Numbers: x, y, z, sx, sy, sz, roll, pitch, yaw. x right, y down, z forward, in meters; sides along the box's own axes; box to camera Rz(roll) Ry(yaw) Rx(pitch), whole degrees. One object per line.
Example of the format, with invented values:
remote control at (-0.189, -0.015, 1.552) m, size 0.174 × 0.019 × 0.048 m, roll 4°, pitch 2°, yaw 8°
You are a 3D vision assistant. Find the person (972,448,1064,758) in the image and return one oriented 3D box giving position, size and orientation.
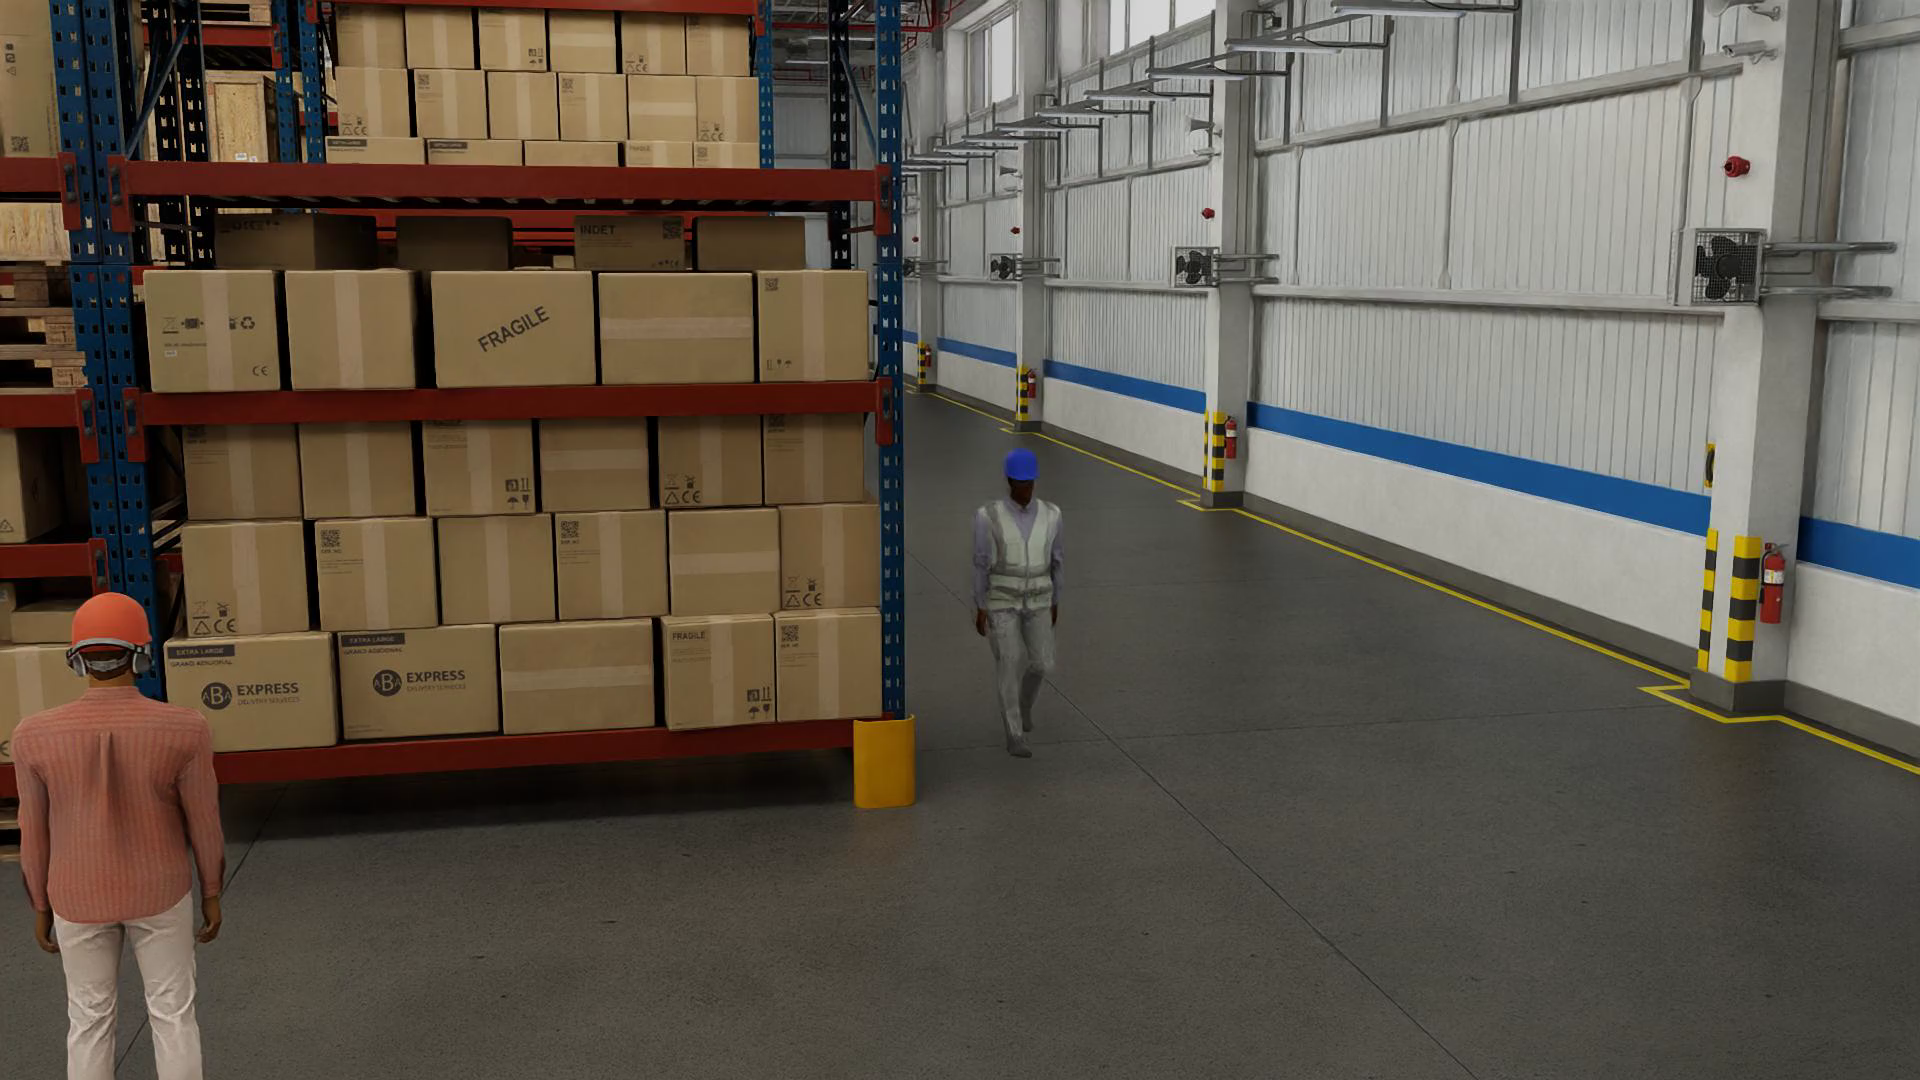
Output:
person at (0.354, 0.374, 10.406) m, size 0.613 × 1.932 × 0.519 m, roll -2°, pitch 10°, yaw -15°

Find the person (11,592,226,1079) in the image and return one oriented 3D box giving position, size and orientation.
person at (-2.744, 1.157, 5.488) m, size 0.608 × 1.987 × 0.400 m, roll -3°, pitch 10°, yaw -18°
